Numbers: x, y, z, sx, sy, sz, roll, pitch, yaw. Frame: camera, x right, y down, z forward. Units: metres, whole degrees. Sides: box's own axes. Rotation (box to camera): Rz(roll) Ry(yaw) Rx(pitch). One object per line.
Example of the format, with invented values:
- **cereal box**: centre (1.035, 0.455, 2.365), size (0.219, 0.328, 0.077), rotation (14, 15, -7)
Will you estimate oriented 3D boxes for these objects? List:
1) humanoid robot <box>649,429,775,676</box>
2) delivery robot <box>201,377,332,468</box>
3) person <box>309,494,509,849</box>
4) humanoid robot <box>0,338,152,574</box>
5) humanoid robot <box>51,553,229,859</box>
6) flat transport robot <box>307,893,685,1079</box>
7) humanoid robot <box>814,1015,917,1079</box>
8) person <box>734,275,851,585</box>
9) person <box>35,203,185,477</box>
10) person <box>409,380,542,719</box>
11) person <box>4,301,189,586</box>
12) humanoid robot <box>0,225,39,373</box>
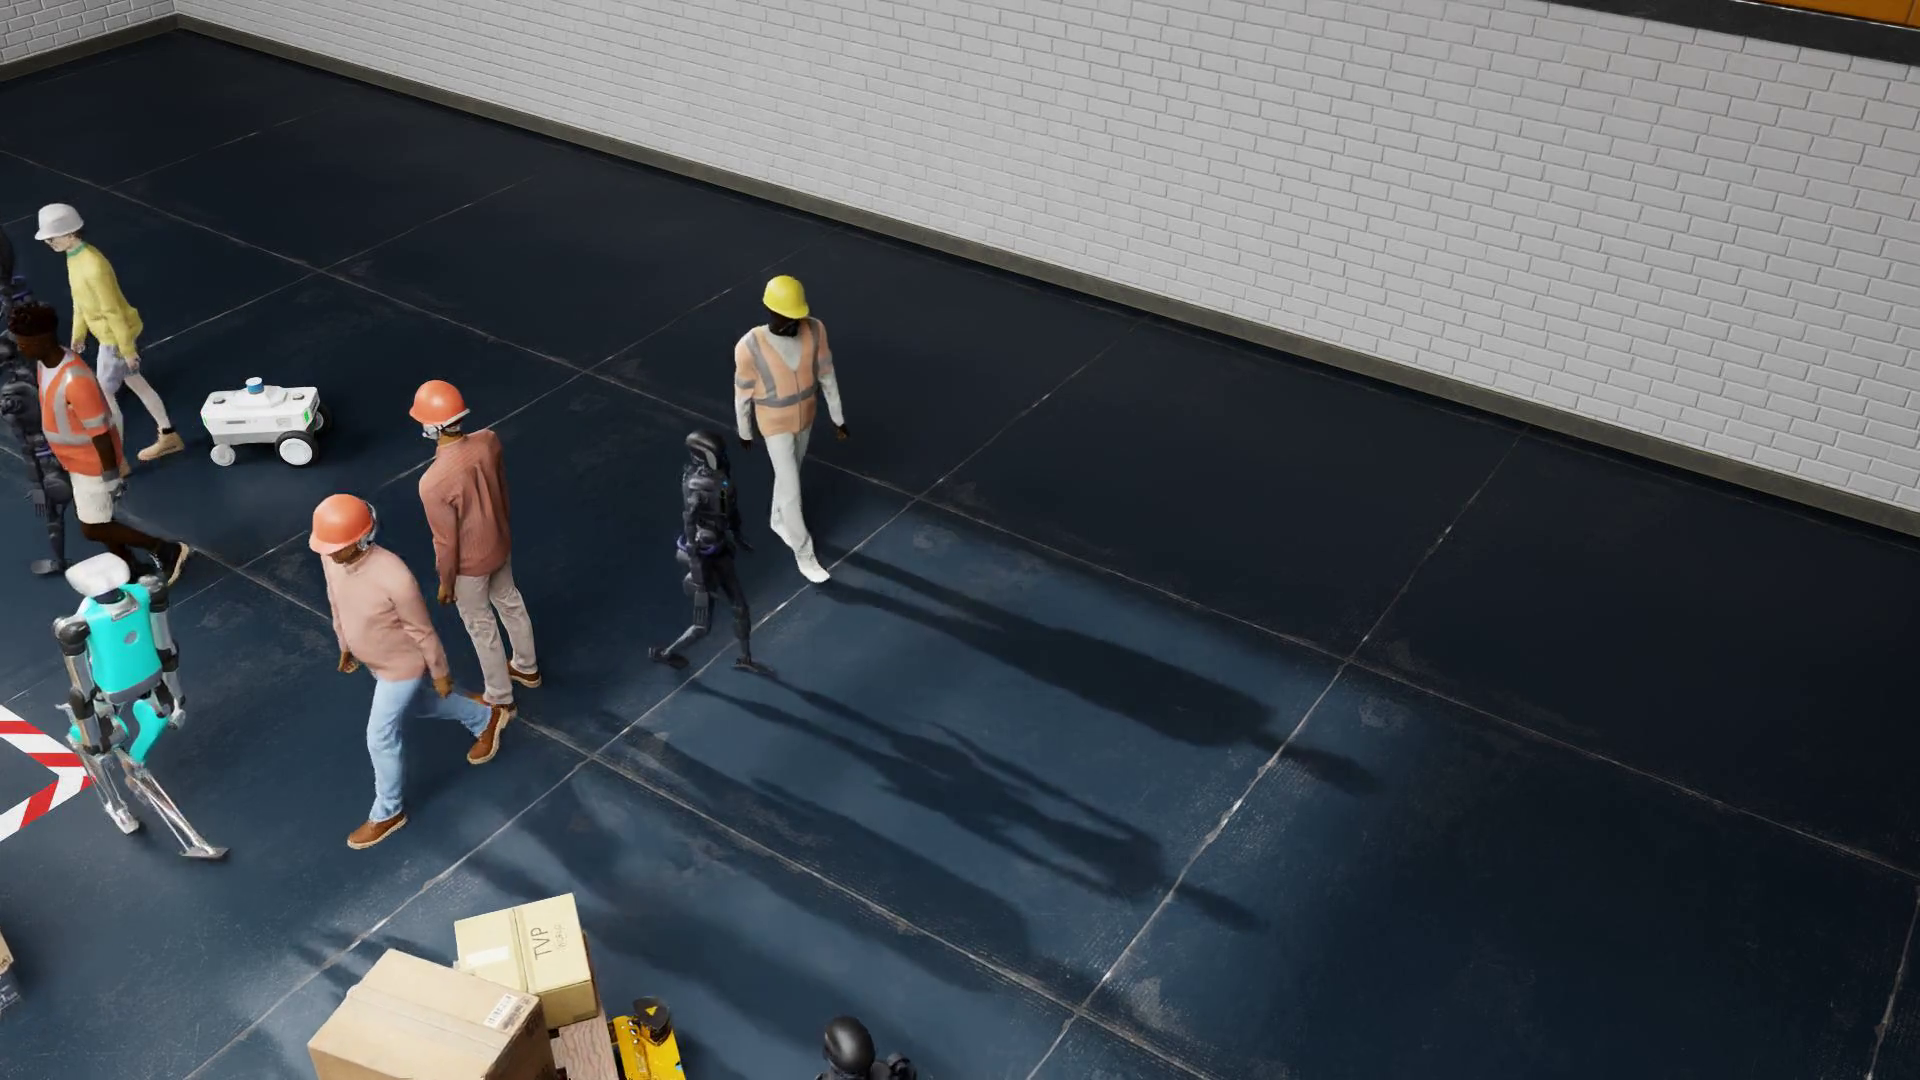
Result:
- **humanoid robot**: centre (-1.390, 0.066, 8.967), size (0.658, 1.629, 0.611), rotation (9, 36, 12)
- **delivery robot**: centre (-4.648, -0.801, 11.176), size (0.811, 0.613, 0.499), rotation (-3, 35, -5)
- **person**: centre (-2.704, 0.521, 8.061), size (0.606, 1.937, 0.981), rotation (27, 43, 33)
- **humanoid robot**: centre (-5.299, -0.454, 9.710), size (0.701, 1.619, 0.594), rotation (-5, 35, -7)
- **humanoid robot**: centre (-4.023, 0.774, 7.901), size (0.996, 1.753, 0.570), rotation (19, 39, 25)
- **flat transport robot**: centre (-1.858, 2.368, 6.879), size (1.431, 0.231, 0.659), rotation (-11, 37, -16)
- **humanoid robot**: centre (-0.408, 2.241, 5.832), size (0.599, 1.656, 0.375), rotation (-21, 40, -27)
- **person**: centre (-0.932, -0.662, 9.795), size (0.594, 1.887, 0.897), rotation (-27, 43, -33)
- **person**: centre (-5.592, -1.270, 10.690), size (0.789, 1.862, 0.488), rotation (-21, 40, -27)
- **person**: centre (-2.545, 0.058, 8.678), size (0.395, 1.992, 0.620), rotation (12, 37, 16)
- **person**: centre (-4.964, -0.486, 9.490), size (0.482, 1.946, 0.619), rotation (-25, 42, -31)
- **humanoid robot**: centre (-6.415, -1.537, 11.233), size (0.528, 1.644, 0.583), rotation (-21, 40, -27)
